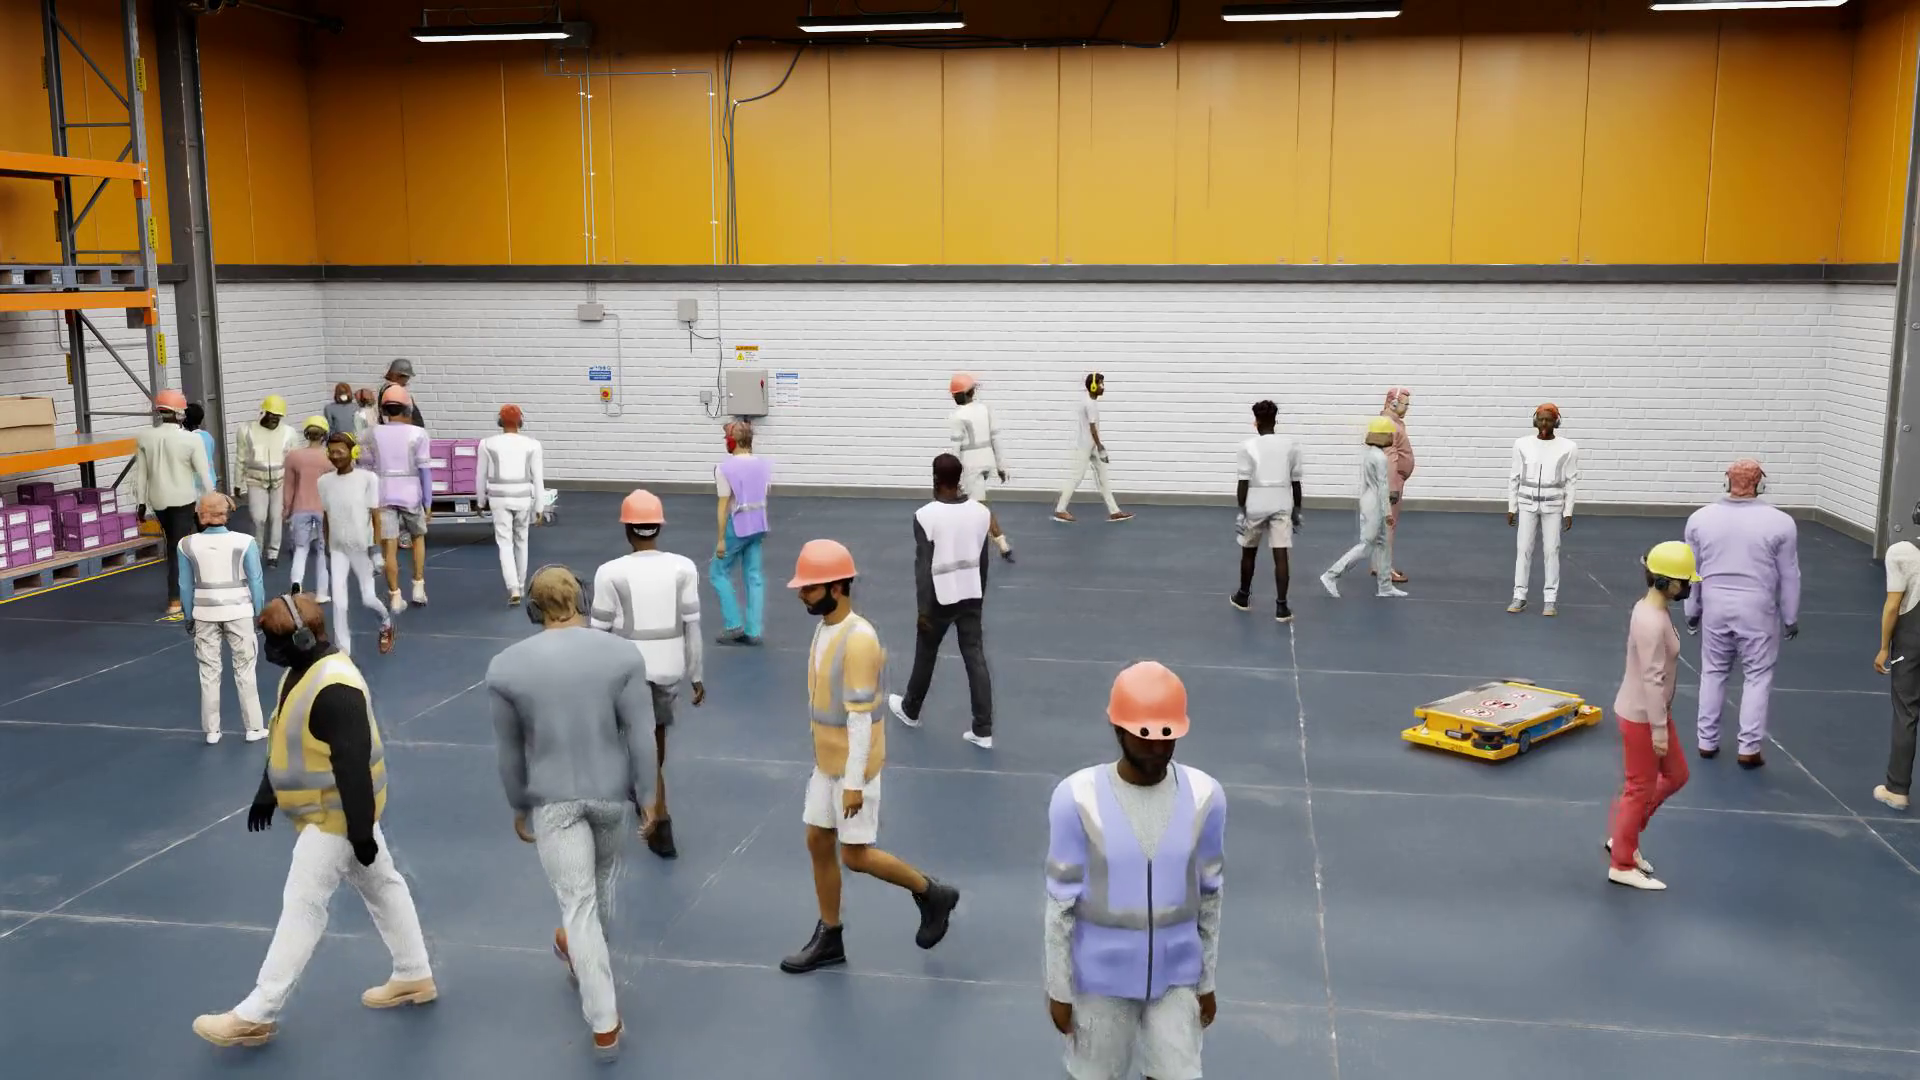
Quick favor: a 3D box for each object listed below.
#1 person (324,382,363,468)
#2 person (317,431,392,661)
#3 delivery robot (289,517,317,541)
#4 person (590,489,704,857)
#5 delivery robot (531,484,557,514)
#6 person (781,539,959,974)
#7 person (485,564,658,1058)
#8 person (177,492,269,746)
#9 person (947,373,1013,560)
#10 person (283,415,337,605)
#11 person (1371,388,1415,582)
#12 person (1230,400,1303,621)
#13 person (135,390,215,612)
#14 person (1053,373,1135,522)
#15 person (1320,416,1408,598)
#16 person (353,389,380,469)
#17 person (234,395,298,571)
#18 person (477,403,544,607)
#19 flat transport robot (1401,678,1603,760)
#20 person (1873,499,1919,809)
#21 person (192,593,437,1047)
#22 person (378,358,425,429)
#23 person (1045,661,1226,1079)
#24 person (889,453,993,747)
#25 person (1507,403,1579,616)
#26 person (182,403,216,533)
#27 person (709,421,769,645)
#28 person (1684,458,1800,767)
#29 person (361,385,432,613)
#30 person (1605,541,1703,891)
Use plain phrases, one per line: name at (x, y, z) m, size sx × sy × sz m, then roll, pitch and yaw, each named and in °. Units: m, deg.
person at (-7.968, -1.245, 21.599) m, size 0.506 × 1.616 × 0.357 m, roll -5°, pitch 10°, yaw -29°
person at (-4.629, 0.077, 12.734) m, size 0.519 × 1.841 × 0.785 m, roll 0°, pitch 9°, yaw 1°
delivery robot at (-7.012, -0.194, 18.077) m, size 0.477 × 0.478 × 0.707 m, roll 0°, pitch 9°, yaw -3°
person at (-1.695, 0.671, 8.890) m, size 0.567 × 1.881 × 0.979 m, roll -5°, pitch 10°, yaw -27°
delivery robot at (-5.196, -0.492, 19.928) m, size 0.707 × 0.478 × 0.477 m, roll -1°, pitch 9°, yaw -4°
person at (-0.407, 0.930, 7.202) m, size 0.699 × 1.911 × 0.561 m, roll -5°, pitch 10°, yaw -26°
person at (-1.555, 1.036, 6.703) m, size 0.635 × 1.859 × 1.031 m, roll -4°, pitch 10°, yaw -22°
person at (-4.719, 0.508, 10.666) m, size 0.514 × 1.638 × 0.309 m, roll -1°, pitch 9°, yaw -8°
person at (0.226, -0.776, 17.612) m, size 0.982 × 1.986 × 0.654 m, roll 7°, pitch 12°, yaw 38°
person at (-5.849, -0.251, 15.050) m, size 0.560 × 1.736 × 0.567 m, roll -1°, pitch 9°, yaw -7°
person at (4.263, -0.548, 16.403) m, size 0.407 × 1.902 × 0.639 m, roll 1°, pitch 9°, yaw 8°
person at (2.707, -0.271, 14.696) m, size 0.644 × 1.908 × 0.840 m, roll -1°, pitch 9°, yaw -8°
person at (-7.043, -0.372, 15.073) m, size 0.660 × 1.964 × 0.819 m, roll 1°, pitch 9°, yaw 3°
person at (1.601, -1.109, 20.156) m, size 0.993 × 1.818 × 0.513 m, roll 2°, pitch 9°, yaw 12°
person at (3.769, -0.297, 15.440) m, size 0.779 × 1.714 × 0.488 m, roll 1°, pitch 9°, yaw 5°
person at (-7.220, -1.045, 20.353) m, size 0.582 × 1.612 × 0.578 m, roll 6°, pitch 11°, yaw 33°
person at (-7.024, -0.575, 16.901) m, size 0.629 × 1.794 × 0.478 m, roll -5°, pitch 10°, yaw -28°
person at (-4.107, -0.332, 15.245) m, size 0.577 × 1.848 × 0.937 m, roll -4°, pitch 10°, yaw -24°
flat transport robot at (3.567, 1.153, 10.890) m, size 1.431 × 0.197 × 0.652 m, roll -9°, pitch 13°, yaw -43°
person at (5.444, 0.611, 9.380) m, size 0.506 × 1.846 × 0.350 m, roll 2°, pitch 9°, yaw 10°
person at (-2.580, 1.087, 6.605) m, size 0.965 × 1.779 × 0.652 m, roll -5°, pitch 10°, yaw -28°
person at (-6.943, -1.258, 20.377) m, size 0.885 × 2.000 × 0.684 m, roll -5°, pitch 10°, yaw -29°
person at (0.513, 1.270, 5.073) m, size 0.550 × 1.921 × 0.733 m, roll -1°, pitch 9°, yaw -9°
person at (-0.089, 0.367, 10.837) m, size 0.622 × 1.864 × 1.000 m, roll -6°, pitch 11°, yaw -33°
person at (5.148, -0.272, 14.744) m, size 0.575 × 1.885 × 0.355 m, roll 5°, pitch 10°, yaw 28°
person at (-7.844, -0.563, 17.123) m, size 0.317 × 1.695 × 0.540 m, roll 0°, pitch 9°, yaw -1°
person at (-1.817, -0.052, 13.527) m, size 0.546 × 1.827 × 0.607 m, roll 7°, pitch 12°, yaw 37°
person at (4.795, 0.445, 10.244) m, size 0.668 × 1.899 × 0.403 m, roll 8°, pitch 12°, yaw 42°
person at (-5.045, -0.374, 14.949) m, size 0.625 × 2.017 × 0.665 m, roll -2°, pitch 9°, yaw -10°
person at (3.389, 0.862, 8.118) m, size 0.377 × 1.750 × 0.535 m, roll 4°, pitch 10°, yaw 24°
